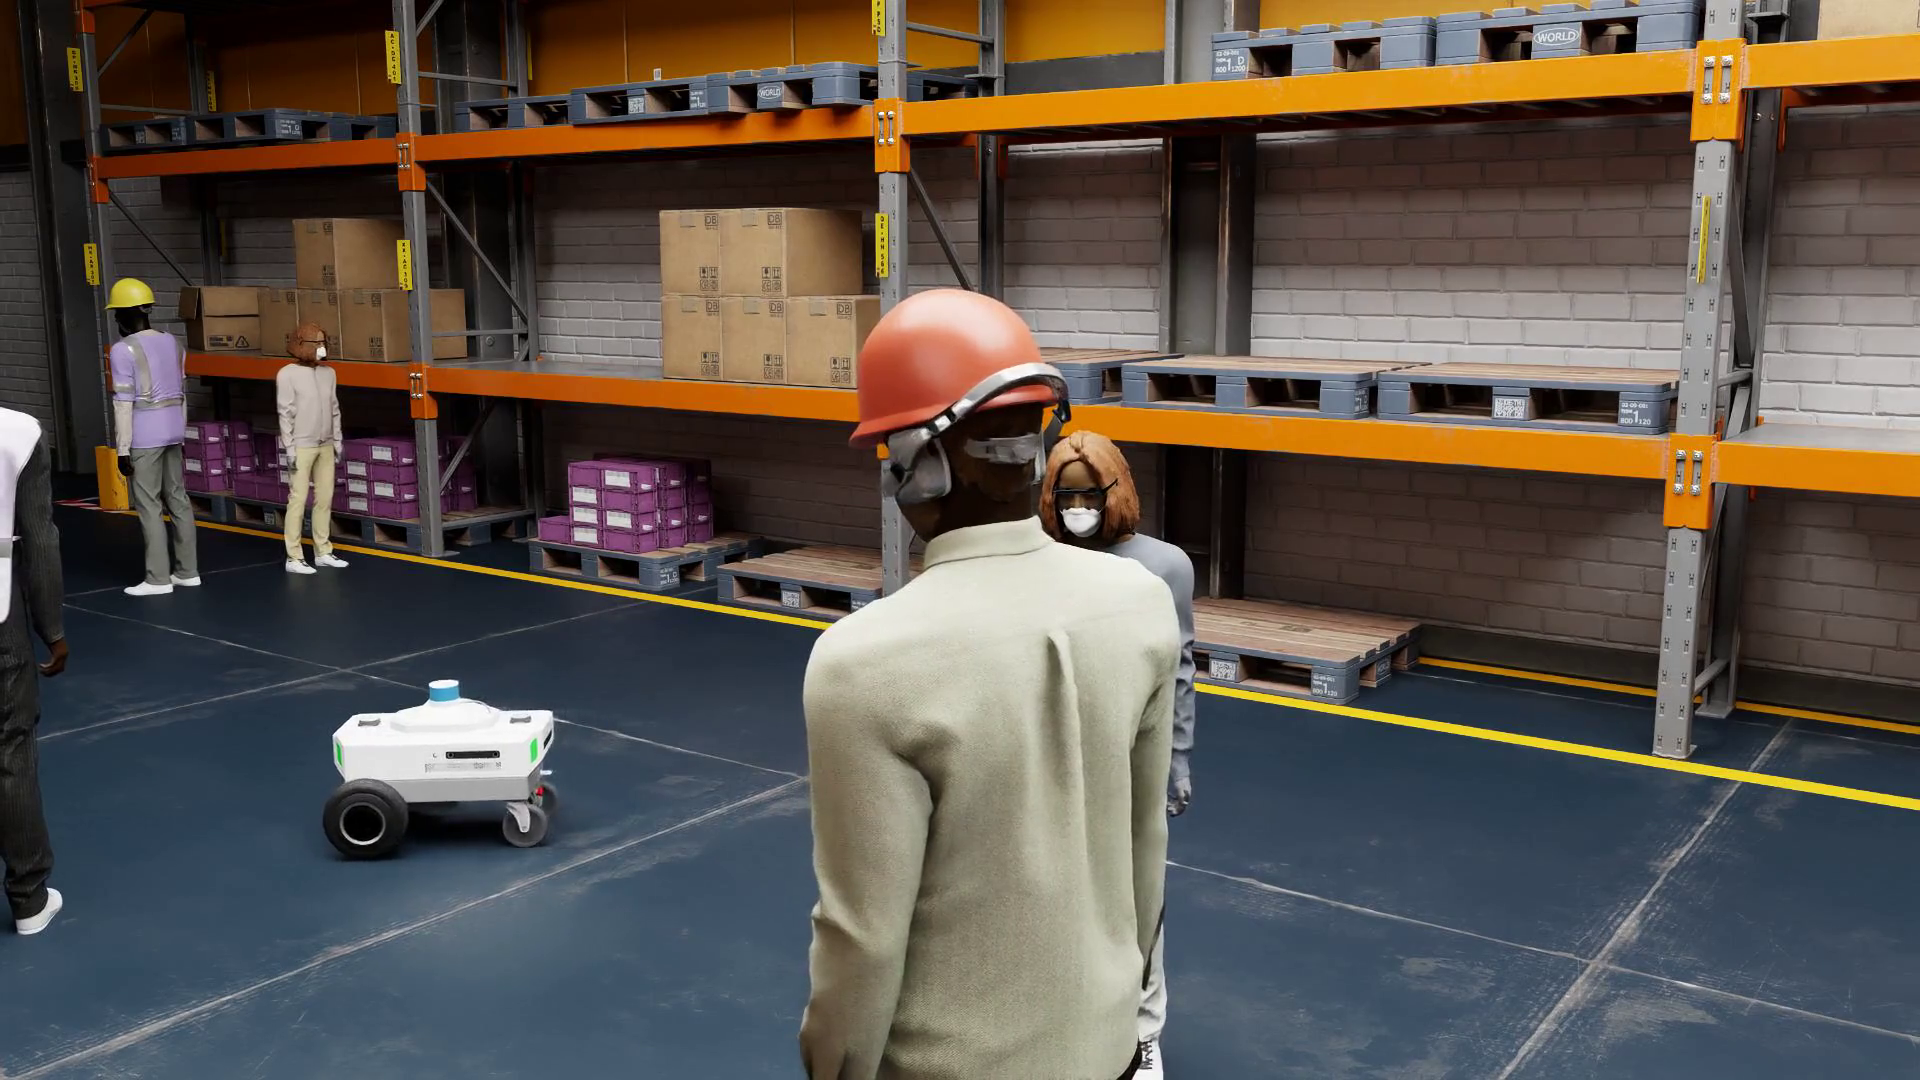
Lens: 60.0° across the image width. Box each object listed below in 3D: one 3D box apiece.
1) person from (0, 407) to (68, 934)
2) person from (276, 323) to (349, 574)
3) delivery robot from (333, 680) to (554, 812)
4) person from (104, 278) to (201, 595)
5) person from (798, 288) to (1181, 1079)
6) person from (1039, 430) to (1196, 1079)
[{"bbox_3d":[-2.975,0.256,4.923,0.582,1.911,0.391,-3,10,-15],"label":"person"},{"bbox_3d":[-4.221,-0.595,10.830,0.289,1.629,0.498,4,10,24],"label":"person"},{"bbox_3d":[-1.790,0.733,5.810,0.707,0.478,0.477,-1,10,-5],"label":"delivery robot"},{"bbox_3d":[-4.928,-0.619,10.105,0.398,1.919,0.592,2,10,13],"label":"person"},{"bbox_3d":[0.025,0.668,2.225,0.610,1.986,0.393,-8,13,-41],"label":"person"},{"bbox_3d":[0.318,0.540,4.066,0.506,1.622,0.298,2,10,11],"label":"person"}]
